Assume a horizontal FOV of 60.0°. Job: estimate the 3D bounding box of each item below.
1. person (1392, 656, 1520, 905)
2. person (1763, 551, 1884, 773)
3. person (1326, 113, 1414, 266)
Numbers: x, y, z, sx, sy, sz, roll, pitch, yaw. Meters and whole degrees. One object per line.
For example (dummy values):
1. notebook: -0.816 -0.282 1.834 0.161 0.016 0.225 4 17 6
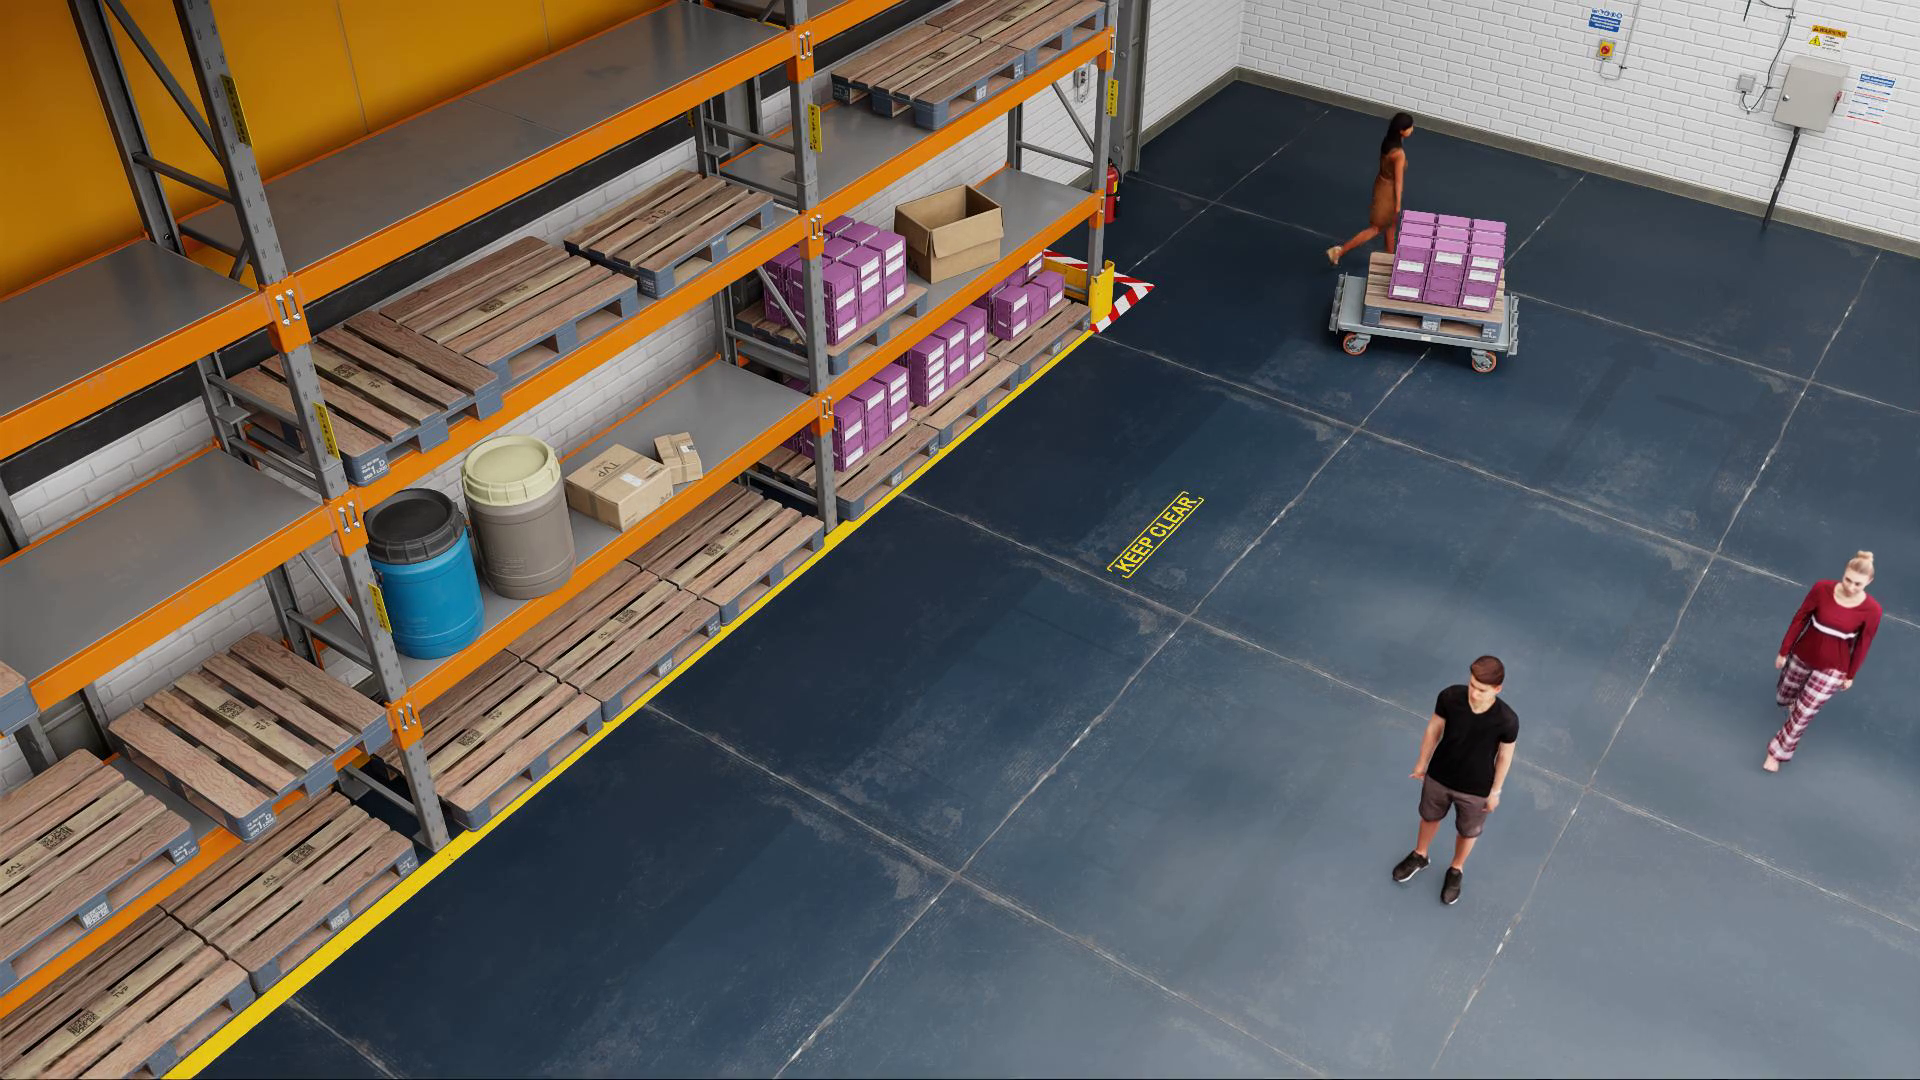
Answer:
1. person: 2.986 1.389 9.859 0.675 1.861 0.538 24 44 27
2. person: 5.599 0.745 10.809 0.651 1.682 0.905 25 45 28
3. person: 3.989 -3.247 15.820 1.010 1.665 1.032 -2 39 -2
